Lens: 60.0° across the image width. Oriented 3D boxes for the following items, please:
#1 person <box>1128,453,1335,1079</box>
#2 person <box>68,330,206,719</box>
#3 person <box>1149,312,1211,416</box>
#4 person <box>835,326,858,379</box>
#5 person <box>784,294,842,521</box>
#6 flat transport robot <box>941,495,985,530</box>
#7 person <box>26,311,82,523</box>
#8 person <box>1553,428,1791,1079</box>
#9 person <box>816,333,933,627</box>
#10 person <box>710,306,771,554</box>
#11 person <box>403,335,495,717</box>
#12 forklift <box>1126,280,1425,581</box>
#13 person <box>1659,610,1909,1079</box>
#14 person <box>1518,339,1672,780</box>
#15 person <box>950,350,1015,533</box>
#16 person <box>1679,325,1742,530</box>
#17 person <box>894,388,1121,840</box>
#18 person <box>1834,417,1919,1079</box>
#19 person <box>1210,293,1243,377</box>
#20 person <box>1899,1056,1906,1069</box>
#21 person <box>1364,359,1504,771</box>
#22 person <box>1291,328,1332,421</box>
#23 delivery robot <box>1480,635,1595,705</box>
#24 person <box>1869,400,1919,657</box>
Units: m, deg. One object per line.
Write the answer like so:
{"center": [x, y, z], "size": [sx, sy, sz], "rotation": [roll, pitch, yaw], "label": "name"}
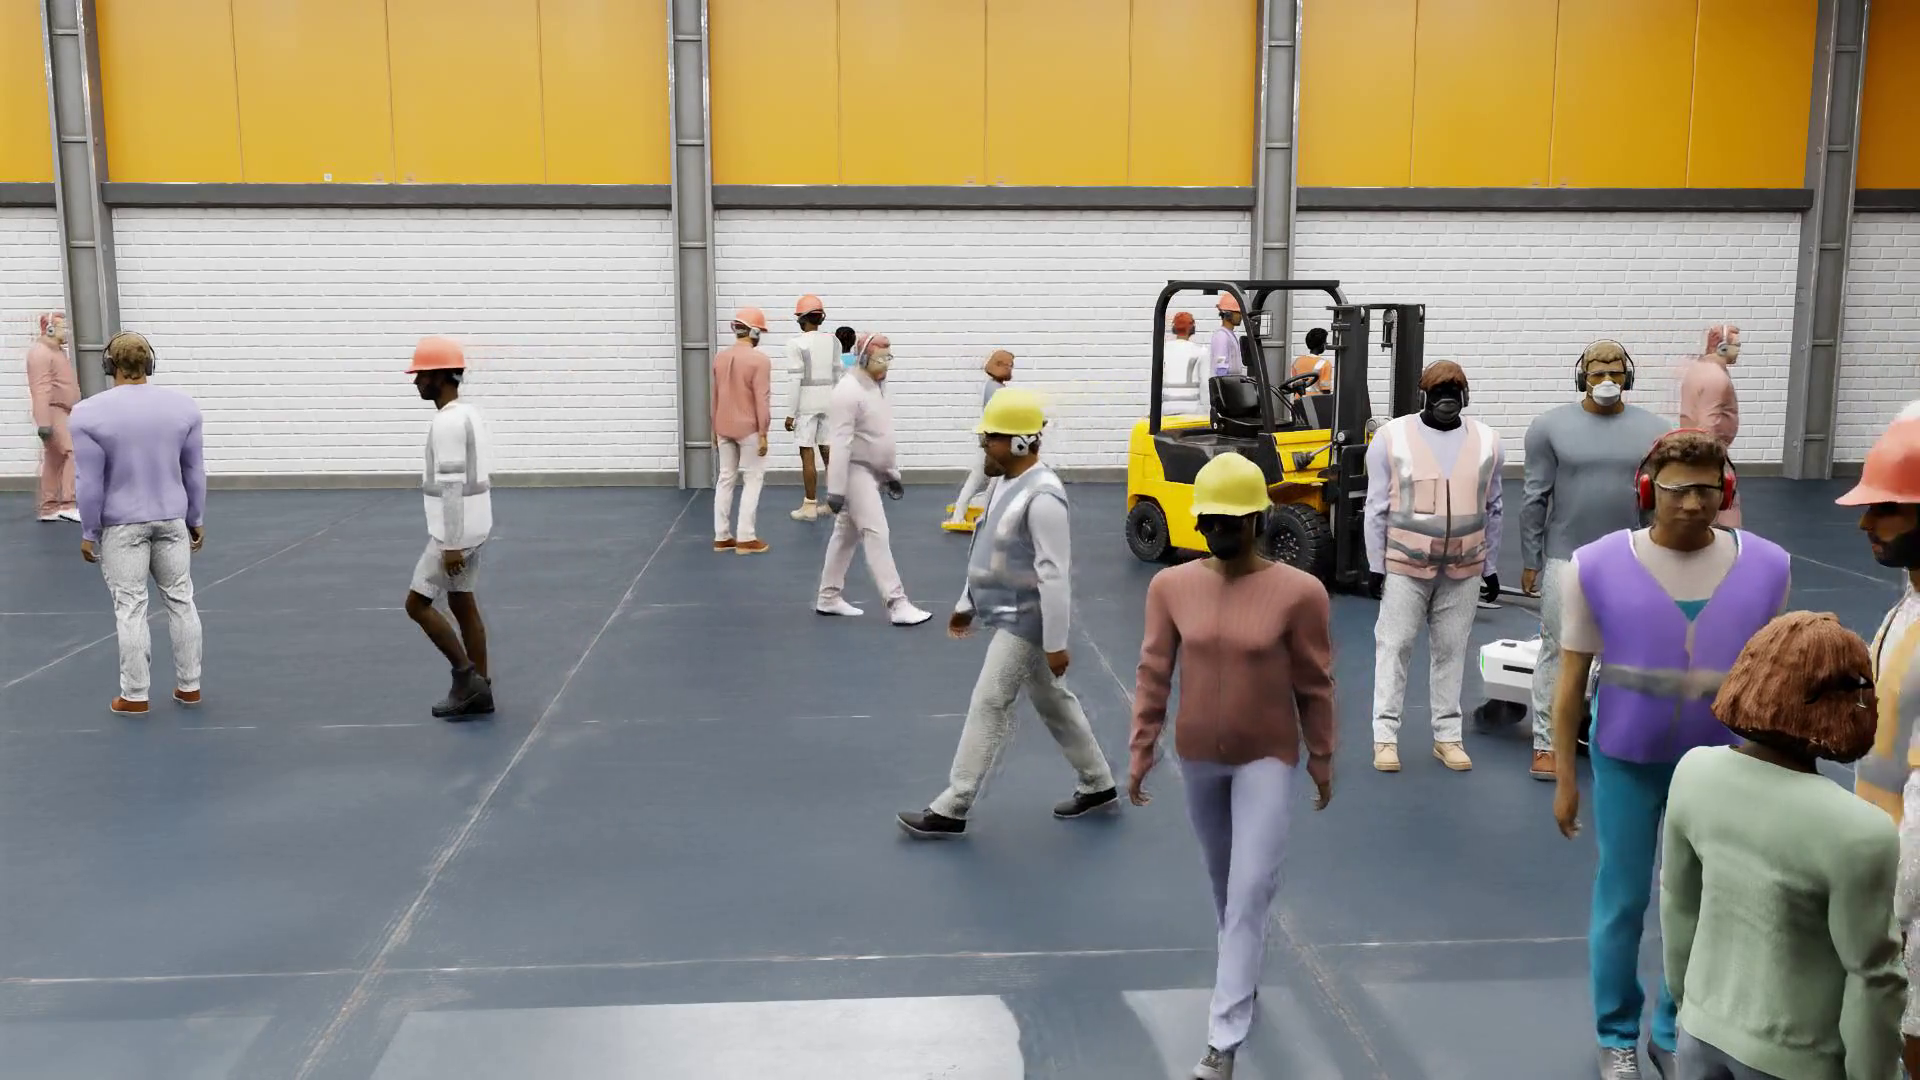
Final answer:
{"center": [0.733, 0.623, 4.639], "size": [0.546, 1.721, 0.890], "rotation": [5, 10, 28], "label": "person"}
{"center": [-4.102, -0.075, 8.348], "size": [0.372, 1.940, 0.631], "rotation": [9, 13, 44], "label": "person"}
{"center": [2.174, -1.258, 15.994], "size": [0.597, 1.860, 0.761], "rotation": [5, 10, 29], "label": "person"}
{"center": [-1.153, -1.332, 16.999], "size": [0.320, 1.695, 0.538], "rotation": [8, 12, 41], "label": "person"}
{"center": [-1.348, -1.196, 15.063], "size": [0.614, 2.040, 0.390], "rotation": [-9, 13, -44], "label": "person"}
{"center": [0.371, -0.266, 14.770], "size": [0.652, 0.197, 1.431], "rotation": [3, 10, 18], "label": "flat transport robot"}
{"center": [-7.979, -1.086, 14.847], "size": [0.637, 1.884, 0.671], "rotation": [-3, 9, -17], "label": "person"}
{"center": [1.865, 0.614, 4.374], "size": [0.596, 1.823, 0.544], "rotation": [1, 9, 7], "label": "person"}
{"center": [-0.545, -0.372, 10.510], "size": [0.952, 1.850, 0.638], "rotation": [2, 9, 14], "label": "person"}
{"center": [-1.729, -0.879, 13.320], "size": [0.655, 1.970, 0.473], "rotation": [6, 11, 34], "label": "person"}
{"center": [-2.542, -0.051, 8.255], "size": [0.437, 1.916, 0.565], "rotation": [-1, 9, -6], "label": "person"}
{"center": [2.301, -0.860, 12.475], "size": [1.214, 2.155, 2.313], "rotation": [-6, 11, -35], "label": "forklift"}
{"center": [1.465, 0.931, 2.993], "size": [0.279, 1.632, 0.500], "rotation": [-3, 10, -20], "label": "person"}
{"center": [2.765, 0.097, 7.272], "size": [0.635, 1.939, 0.367], "rotation": [1, 9, 7], "label": "person"}
{"center": [0.324, -0.823, 14.167], "size": [0.889, 1.577, 0.510], "rotation": [-1, 9, -8], "label": "person"}
{"center": [5.507, -0.667, 12.357], "size": [0.989, 1.861, 0.643], "rotation": [1, 9, 5], "label": "person"}
{"center": [0.240, 0.291, 6.563], "size": [0.952, 1.789, 0.604], "rotation": [-1, 9, -9], "label": "person"}
{"center": [1.992, 0.697, 3.585], "size": [0.577, 1.919, 0.544], "rotation": [2, 9, 14], "label": "person"}
{"center": [2.712, -1.470, 16.784], "size": [0.385, 2.039, 0.616], "rotation": [2, 9, 14], "label": "person"}
{"center": [3.002, 0.602, 4.426], "size": [0.892, 1.844, 0.518], "rotation": [1, 9, 9], "label": "person"}
{"center": [2.117, 0.119, 7.434], "size": [0.622, 1.845, 0.430], "rotation": [0, 9, 0], "label": "person"}
{"center": [3.554, -1.299, 16.834], "size": [0.320, 1.690, 0.535], "rotation": [-6, 11, -32], "label": "person"}
{"center": [2.856, 0.637, 7.918], "size": [0.707, 0.478, 0.477], "rotation": [8, 12, 41], "label": "delivery robot"}
{"center": [4.840, -0.032, 8.187], "size": [0.860, 1.915, 0.635], "rotation": [-5, 11, -31], "label": "person"}
